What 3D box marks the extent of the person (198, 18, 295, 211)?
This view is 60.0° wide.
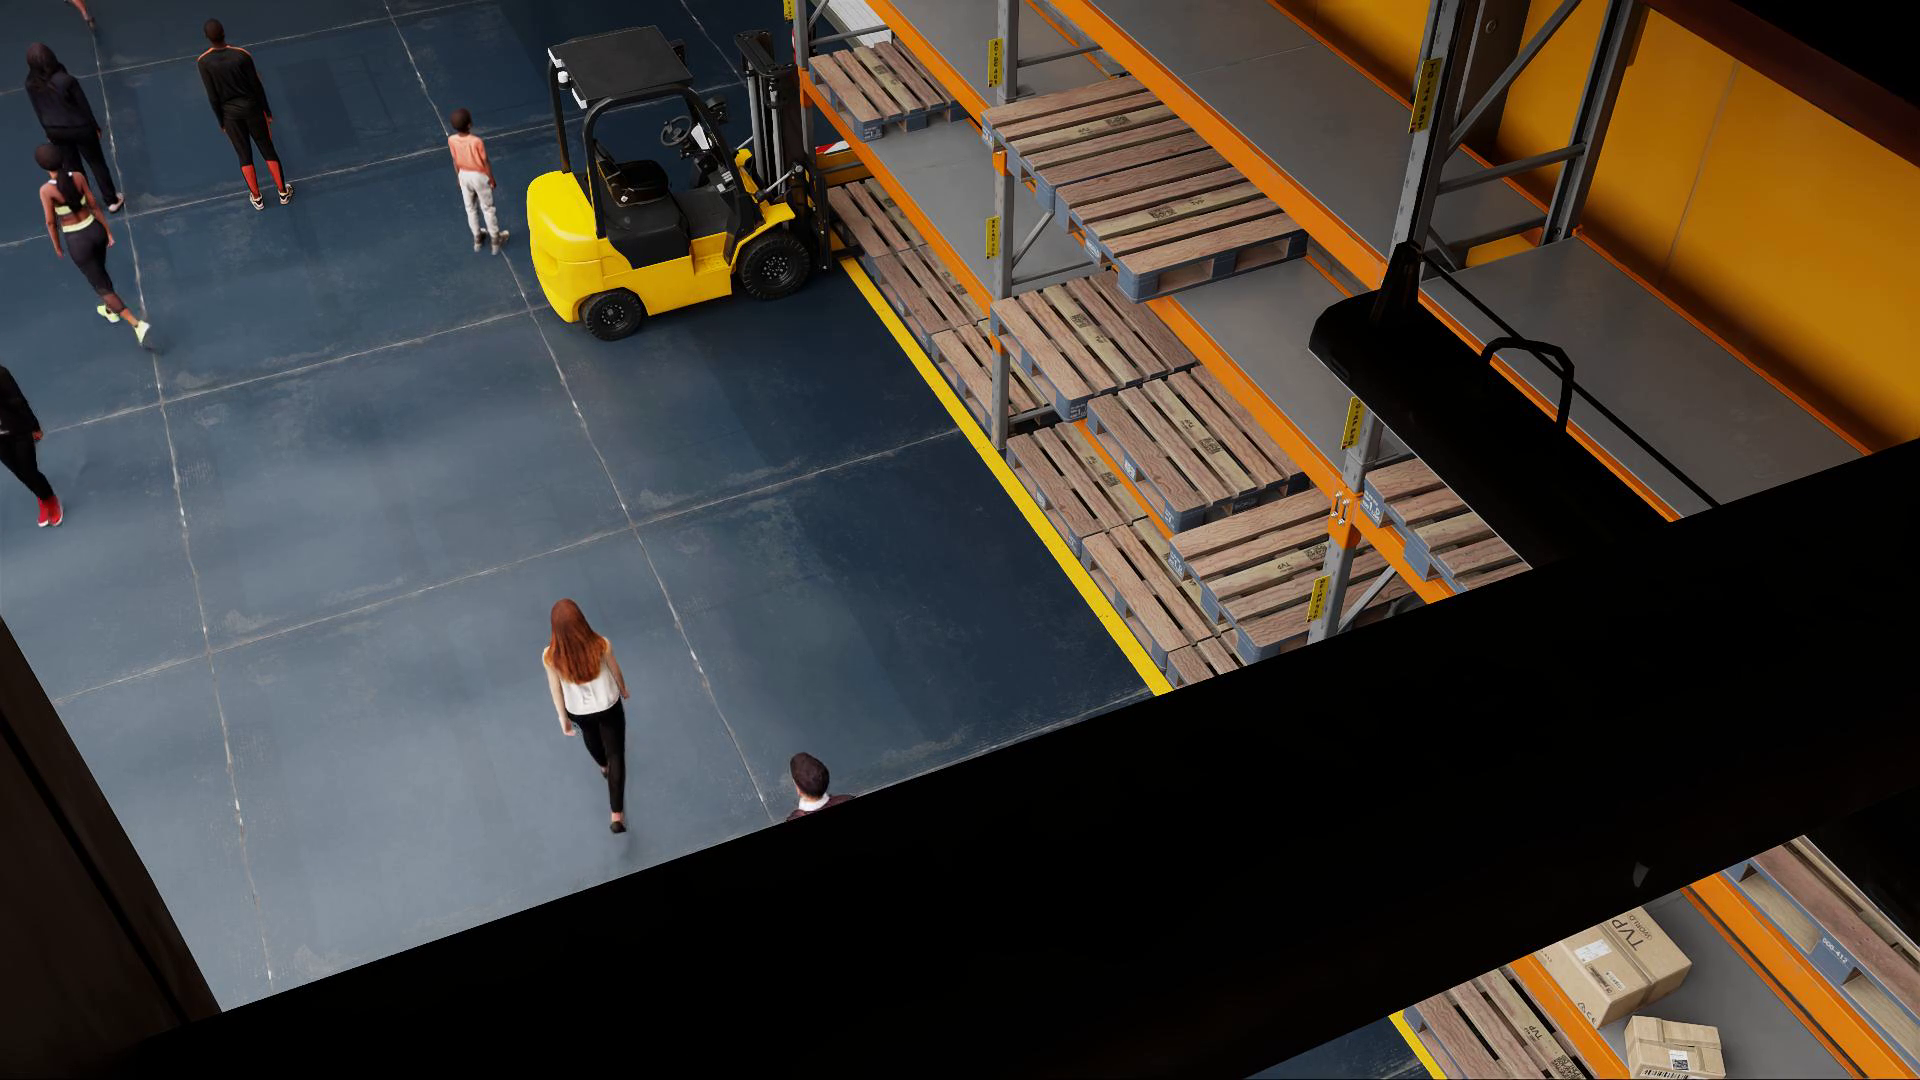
[{"bbox_3d":[-6.421,-3.818,14.883,0.628,1.808,0.540,-15,46,-15],"label":"person"}]

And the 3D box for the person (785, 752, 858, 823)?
[{"bbox_3d":[-0.711,1.857,8.908,0.790,1.834,1.050,-23,48,-23],"label":"person"}]

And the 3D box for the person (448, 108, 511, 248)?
[{"bbox_3d":[-4.257,-3.176,14.570,0.562,1.310,0.604,7,44,8],"label":"person"}]

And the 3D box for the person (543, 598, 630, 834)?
[{"bbox_3d":[-2.160,1.047,9.859,0.806,1.695,1.132,-4,44,-4],"label":"person"}]

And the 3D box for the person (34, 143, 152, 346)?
[{"bbox_3d":[-6.981,-2.354,13.410,1.177,1.722,0.938,26,49,25],"label":"person"}]

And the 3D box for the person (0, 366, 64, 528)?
[{"bbox_3d":[-6.773,-0.822,11.842,0.691,1.665,0.680,-4,44,-4],"label":"person"}]

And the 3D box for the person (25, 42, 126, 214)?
[{"bbox_3d":[-7.944,-3.664,14.862,0.729,1.615,0.734,-4,44,-4],"label":"person"}]
